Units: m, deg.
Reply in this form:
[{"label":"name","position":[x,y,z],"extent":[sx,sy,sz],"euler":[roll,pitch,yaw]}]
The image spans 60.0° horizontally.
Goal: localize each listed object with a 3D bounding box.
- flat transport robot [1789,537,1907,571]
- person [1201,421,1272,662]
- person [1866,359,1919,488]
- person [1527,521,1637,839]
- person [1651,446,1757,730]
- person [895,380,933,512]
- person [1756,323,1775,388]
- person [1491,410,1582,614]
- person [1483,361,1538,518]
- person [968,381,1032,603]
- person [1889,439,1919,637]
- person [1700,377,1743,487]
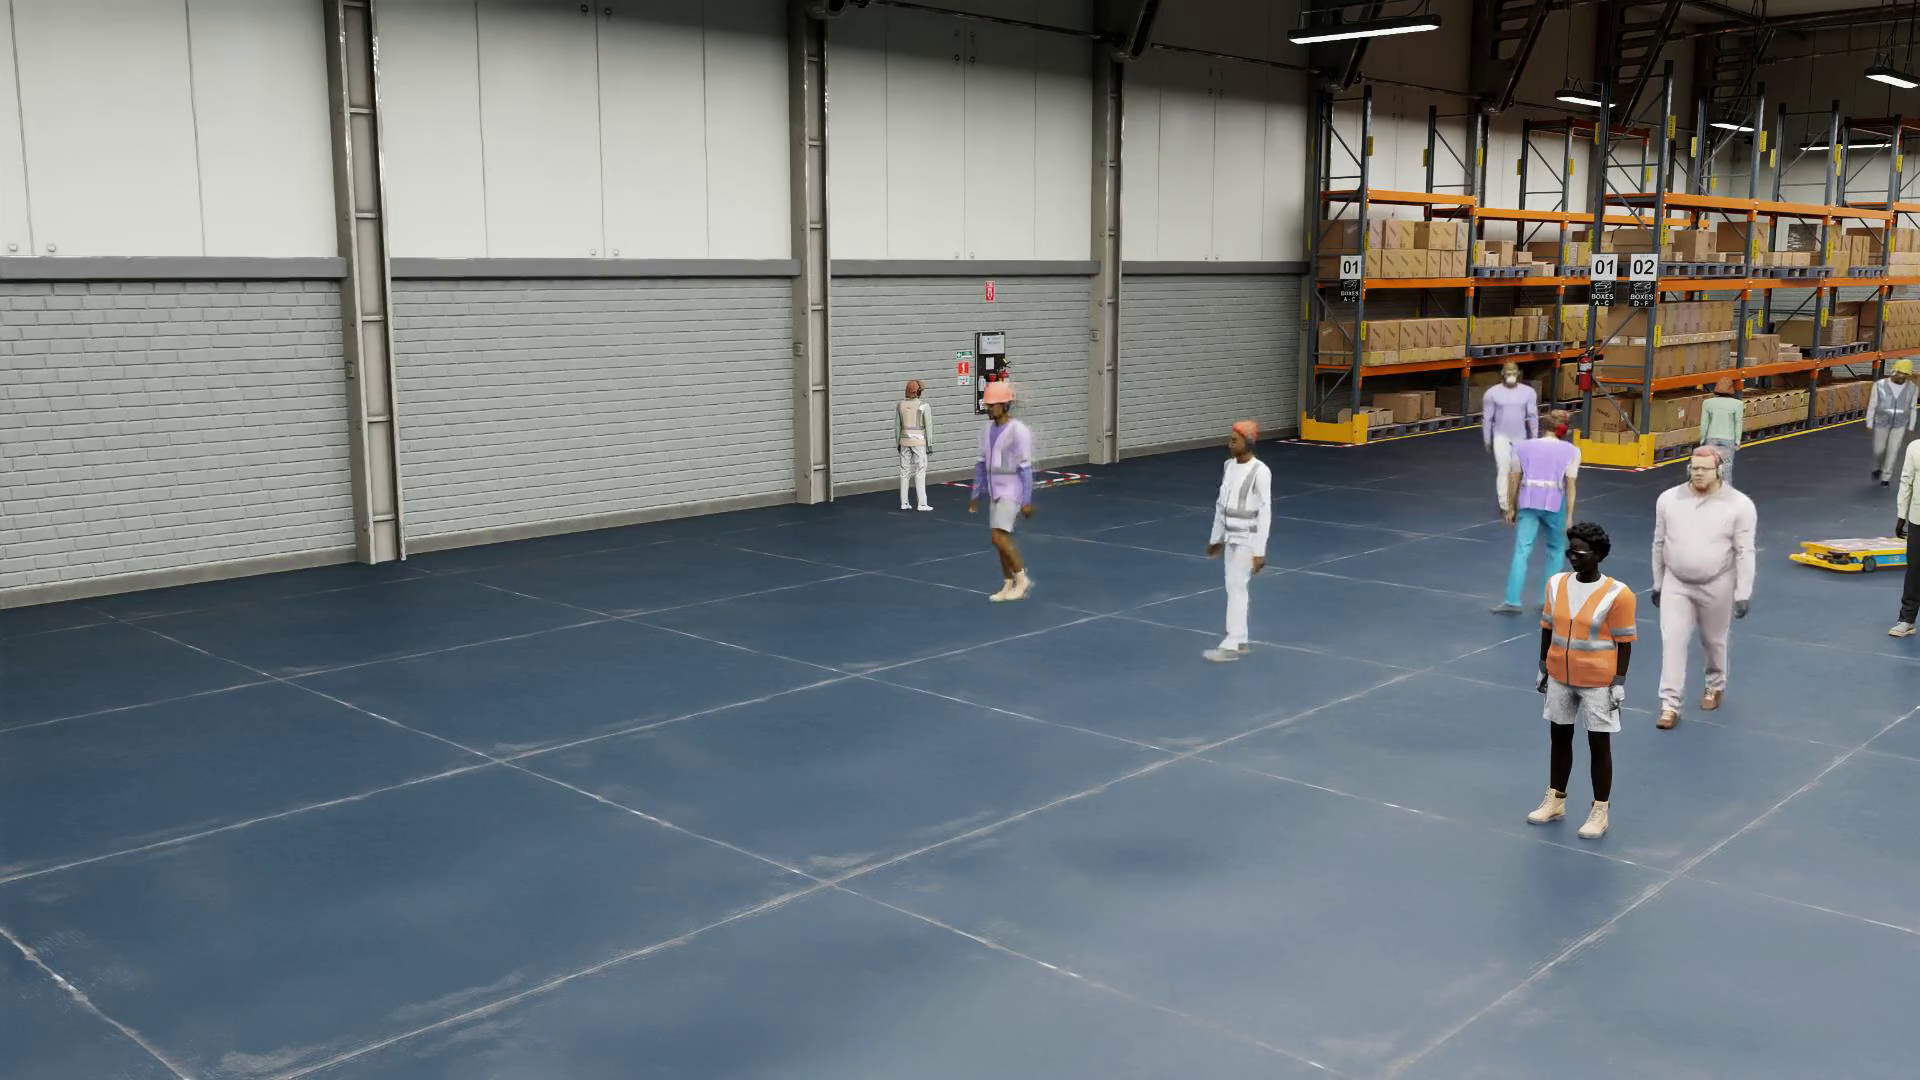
[{"label":"flat transport robot","position":[9.264,0.134,16.916],"extent":[1.431,0.197,0.652],"euler":[-3,10,-16]},{"label":"person","position":[2.106,0.019,12.819],"extent":[0.513,1.866,0.606],"euler":[-3,10,-18]},{"label":"person","position":[12.849,-1.611,22.963],"extent":[0.607,1.790,0.521],"euler":[4,10,21]},{"label":"person","position":[3.323,0.739,8.893],"extent":[0.317,1.695,0.540],"euler":[-7,12,-37]},{"label":"person","position":[4.977,0.286,11.158],"extent":[0.656,1.867,0.969],"euler":[6,11,34]},{"label":"person","position":[-0.570,-1.171,20.711],"extent":[0.523,1.638,0.310],"euler":[5,11,30]},{"label":"person","position":[16.686,-3.526,34.265],"extent":[1.034,1.909,0.618],"euler":[-9,13,-44]},{"label":"person","position":[5.068,-0.235,14.557],"extent":[0.633,1.803,0.686],"euler":[6,11,34]},{"label":"person","position":[6.739,-1.249,20.441],"extent":[0.638,1.901,1.004],"euler":[1,9,4]},{"label":"person","position":[0.373,-0.415,14.961],"extent":[0.463,2.022,0.626],"euler":[-6,11,-31]},{"label":"person","position":[7.943,-0.170,13.526],"extent":[0.376,1.996,0.612],"euler":[-9,13,-43]},{"label":"person","position":[9.761,-1.272,21.342],"extent":[0.498,1.634,0.284],"euler":[7,11,35]}]
